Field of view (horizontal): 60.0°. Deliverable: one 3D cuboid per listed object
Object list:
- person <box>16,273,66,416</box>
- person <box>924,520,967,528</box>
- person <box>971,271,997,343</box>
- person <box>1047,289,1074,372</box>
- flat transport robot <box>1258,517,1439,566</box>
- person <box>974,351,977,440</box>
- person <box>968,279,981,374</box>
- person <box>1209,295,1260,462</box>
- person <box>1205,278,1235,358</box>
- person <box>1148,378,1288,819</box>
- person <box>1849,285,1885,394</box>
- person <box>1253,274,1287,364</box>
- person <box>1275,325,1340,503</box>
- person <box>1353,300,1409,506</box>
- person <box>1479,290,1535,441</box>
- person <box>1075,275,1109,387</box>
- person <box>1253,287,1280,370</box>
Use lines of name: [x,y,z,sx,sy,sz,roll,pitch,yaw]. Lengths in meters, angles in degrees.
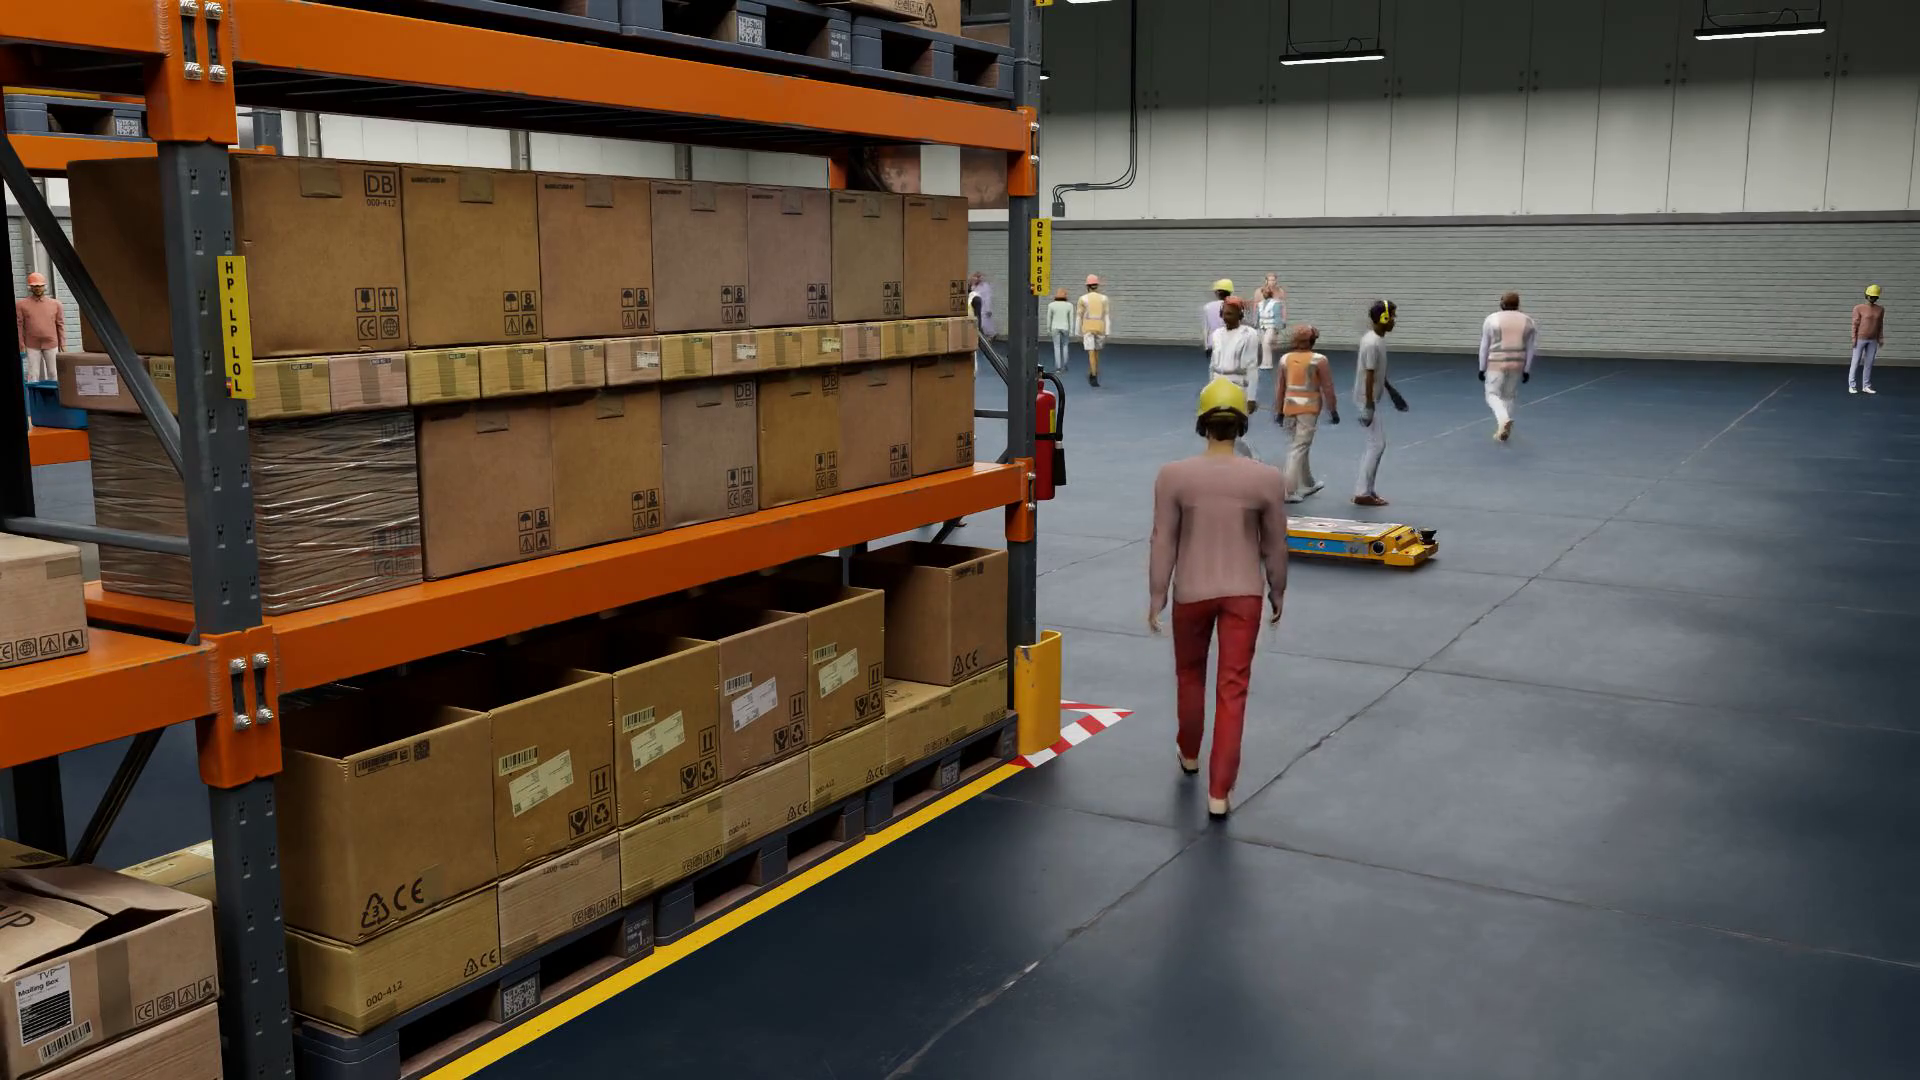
person: [-12.829,-2.728,23.239,0.611,1.996,0.379,-7,12,-34]
person: [-0.171,-0.908,13.636,0.501,1.636,0.279,6,11,30]
person: [0.585,-5.780,41.543,0.654,1.866,0.767,8,13,41]
person: [1.937,-4.065,32.248,0.504,1.594,0.830,0,10,-2]
flat transport robot: [2.767,-0.015,12.398,1.431,0.197,0.652,6,11,30]
person: [-0.035,-2.040,20.092,0.536,1.697,0.318,6,11,30]
person: [0.032,-3.975,31.114,0.873,1.806,0.641,-7,12,-35]
person: [2.589,-1.379,15.713,0.488,1.869,0.630,-7,12,-35]
person: [3.800,-2.871,24.356,0.679,1.906,0.590,-9,13,-42]
person: [1.057,0.206,6.816,0.553,1.725,0.850,1,10,9]
person: [14.736,-3.252,27.005,0.523,1.760,0.324,-1,10,-4]
person: [6.358,-4.511,34.079,0.663,1.868,0.908,-1,10,-4]
person: [3.173,-1.149,15.161,0.850,1.600,0.530,-9,13,-41]
person: [3.769,-1.211,14.890,0.515,1.843,0.524,2,10,11]
person: [6.517,-2.056,19.814,0.636,1.819,0.675,0,10,-2]
person: [2.258,-3.607,28.682,0.561,1.886,1.011,-2,10,-11]
person: [5.927,-4.122,32.492,0.665,1.613,0.552,-6,12,-33]
